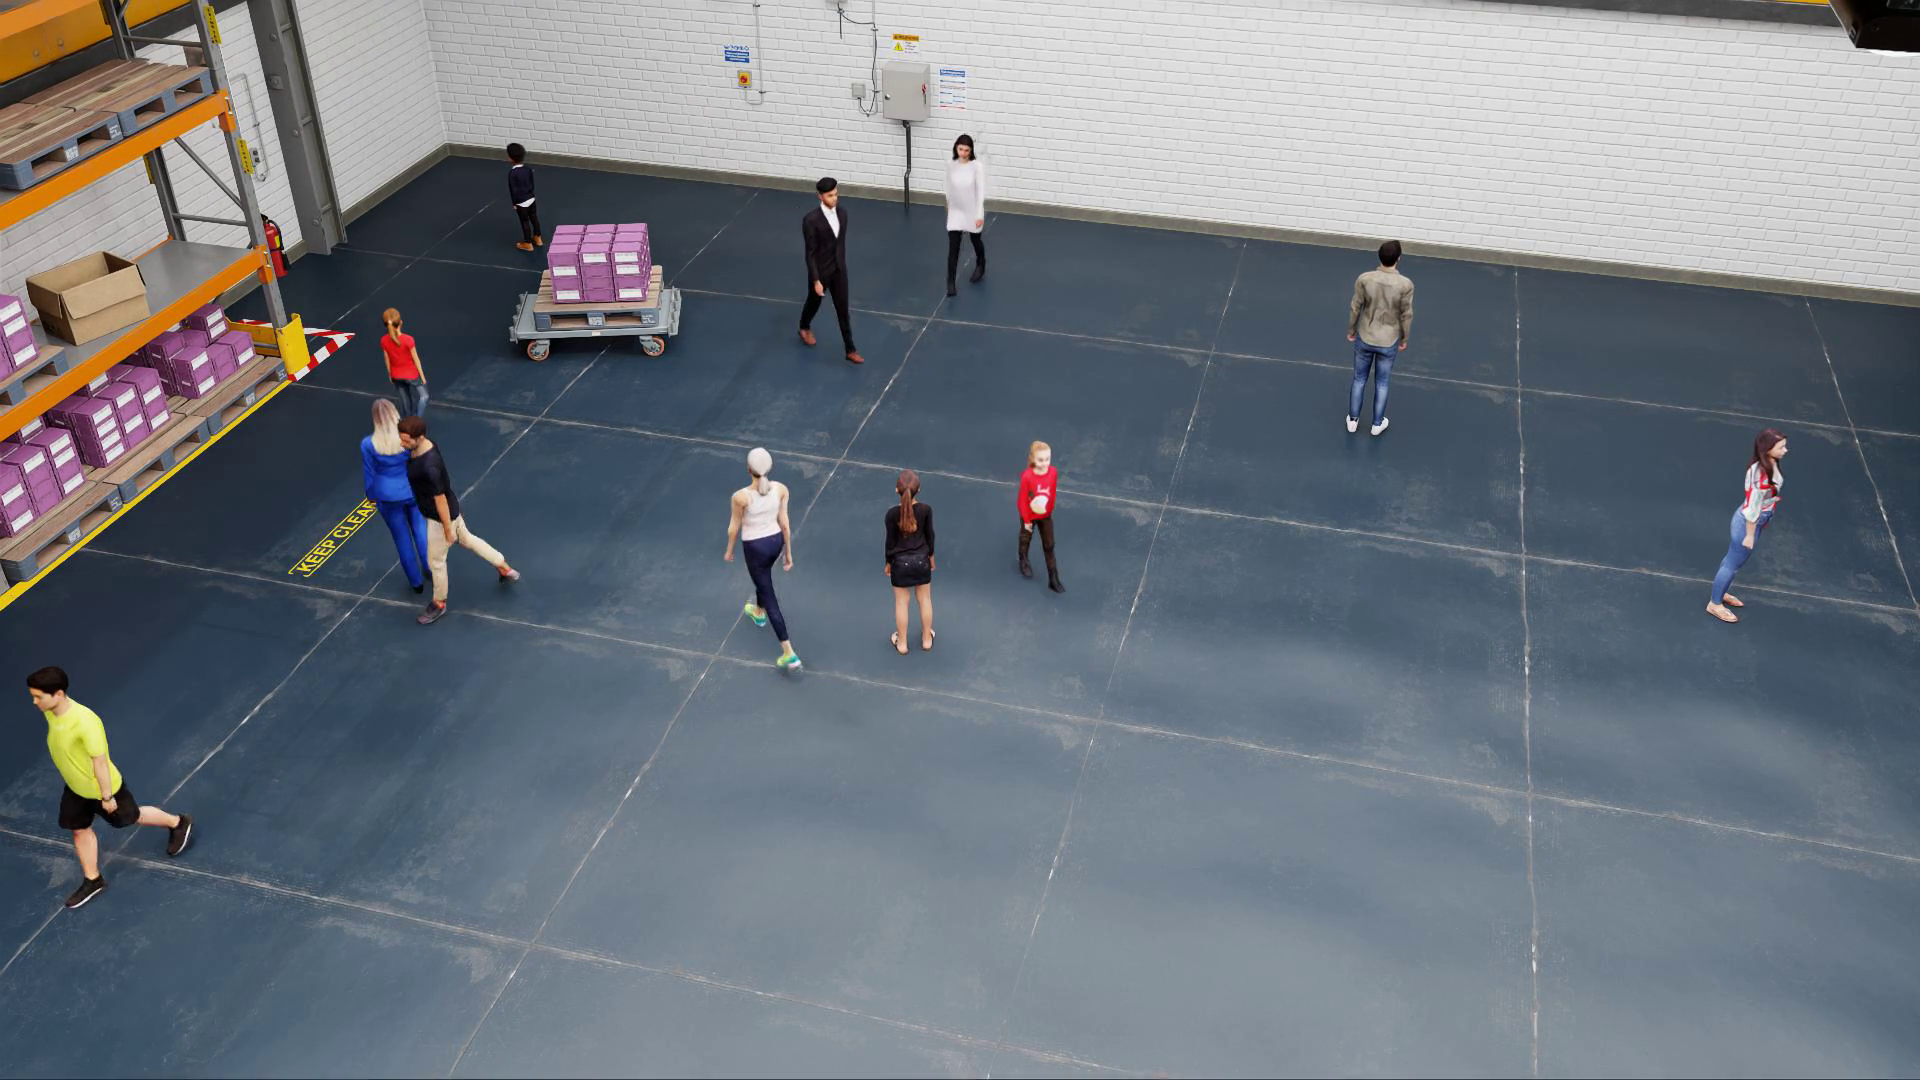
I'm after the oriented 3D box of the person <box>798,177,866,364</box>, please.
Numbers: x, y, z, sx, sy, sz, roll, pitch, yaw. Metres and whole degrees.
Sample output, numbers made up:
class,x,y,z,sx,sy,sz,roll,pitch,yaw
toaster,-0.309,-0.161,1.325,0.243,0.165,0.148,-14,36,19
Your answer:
class,x,y,z,sx,sy,sz,roll,pitch,yaw
person,-1.375,-2.673,16.323,1.284,1.836,1.245,-25,41,-32

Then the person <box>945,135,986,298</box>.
class,x,y,z,sx,sy,sz,roll,pitch,yaw
person,0.105,-3.482,17.615,0.713,1.753,1.185,15,36,21

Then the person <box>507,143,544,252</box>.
class,x,y,z,sx,sy,sz,roll,pitch,yaw
person,-4.894,-3.859,18.661,0.614,1.224,0.490,19,38,26

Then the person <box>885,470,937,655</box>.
class,x,y,z,sx,sy,sz,roll,pitch,yaw
person,-0.367,0.153,12.325,0.628,1.555,0.665,-6,34,-9

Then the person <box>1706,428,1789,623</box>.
class,x,y,z,sx,sy,sz,roll,pitch,yaw
person,6.028,-0.138,12.711,0.714,1.613,0.556,20,39,27

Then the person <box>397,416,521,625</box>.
class,x,y,z,sx,sy,sz,roll,pitch,yaw
person,-3.868,-0.222,12.656,1.197,1.813,1.175,-10,35,-14

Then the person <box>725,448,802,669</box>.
class,x,y,z,sx,sy,sz,roll,pitch,yaw
person,-1.403,0.164,12.219,1.186,1.655,1.179,-21,39,-29

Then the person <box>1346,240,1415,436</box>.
class,x,y,z,sx,sy,sz,roll,pitch,yaw
person,3.760,-1.818,15.011,0.714,1.864,0.578,11,35,16

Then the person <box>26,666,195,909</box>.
class,x,y,z,sx,sy,sz,roll,pitch,yaw
person,-5.292,1.433,10.294,0.815,1.672,1.169,17,37,23

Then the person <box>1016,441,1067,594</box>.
class,x,y,z,sx,sy,sz,roll,pitch,yaw
person,0.578,-0.231,13.176,0.799,1.253,0.933,-11,35,-16

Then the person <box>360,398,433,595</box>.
class,x,y,z,sx,sy,sz,roll,pitch,yaw
person,-4.305,-0.288,12.866,0.710,1.691,0.780,-19,38,-26

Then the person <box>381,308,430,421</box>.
class,x,y,z,sx,sy,sz,roll,pitch,yaw
person,-5.000,-1.452,14.964,0.562,1.306,0.646,2,34,3
